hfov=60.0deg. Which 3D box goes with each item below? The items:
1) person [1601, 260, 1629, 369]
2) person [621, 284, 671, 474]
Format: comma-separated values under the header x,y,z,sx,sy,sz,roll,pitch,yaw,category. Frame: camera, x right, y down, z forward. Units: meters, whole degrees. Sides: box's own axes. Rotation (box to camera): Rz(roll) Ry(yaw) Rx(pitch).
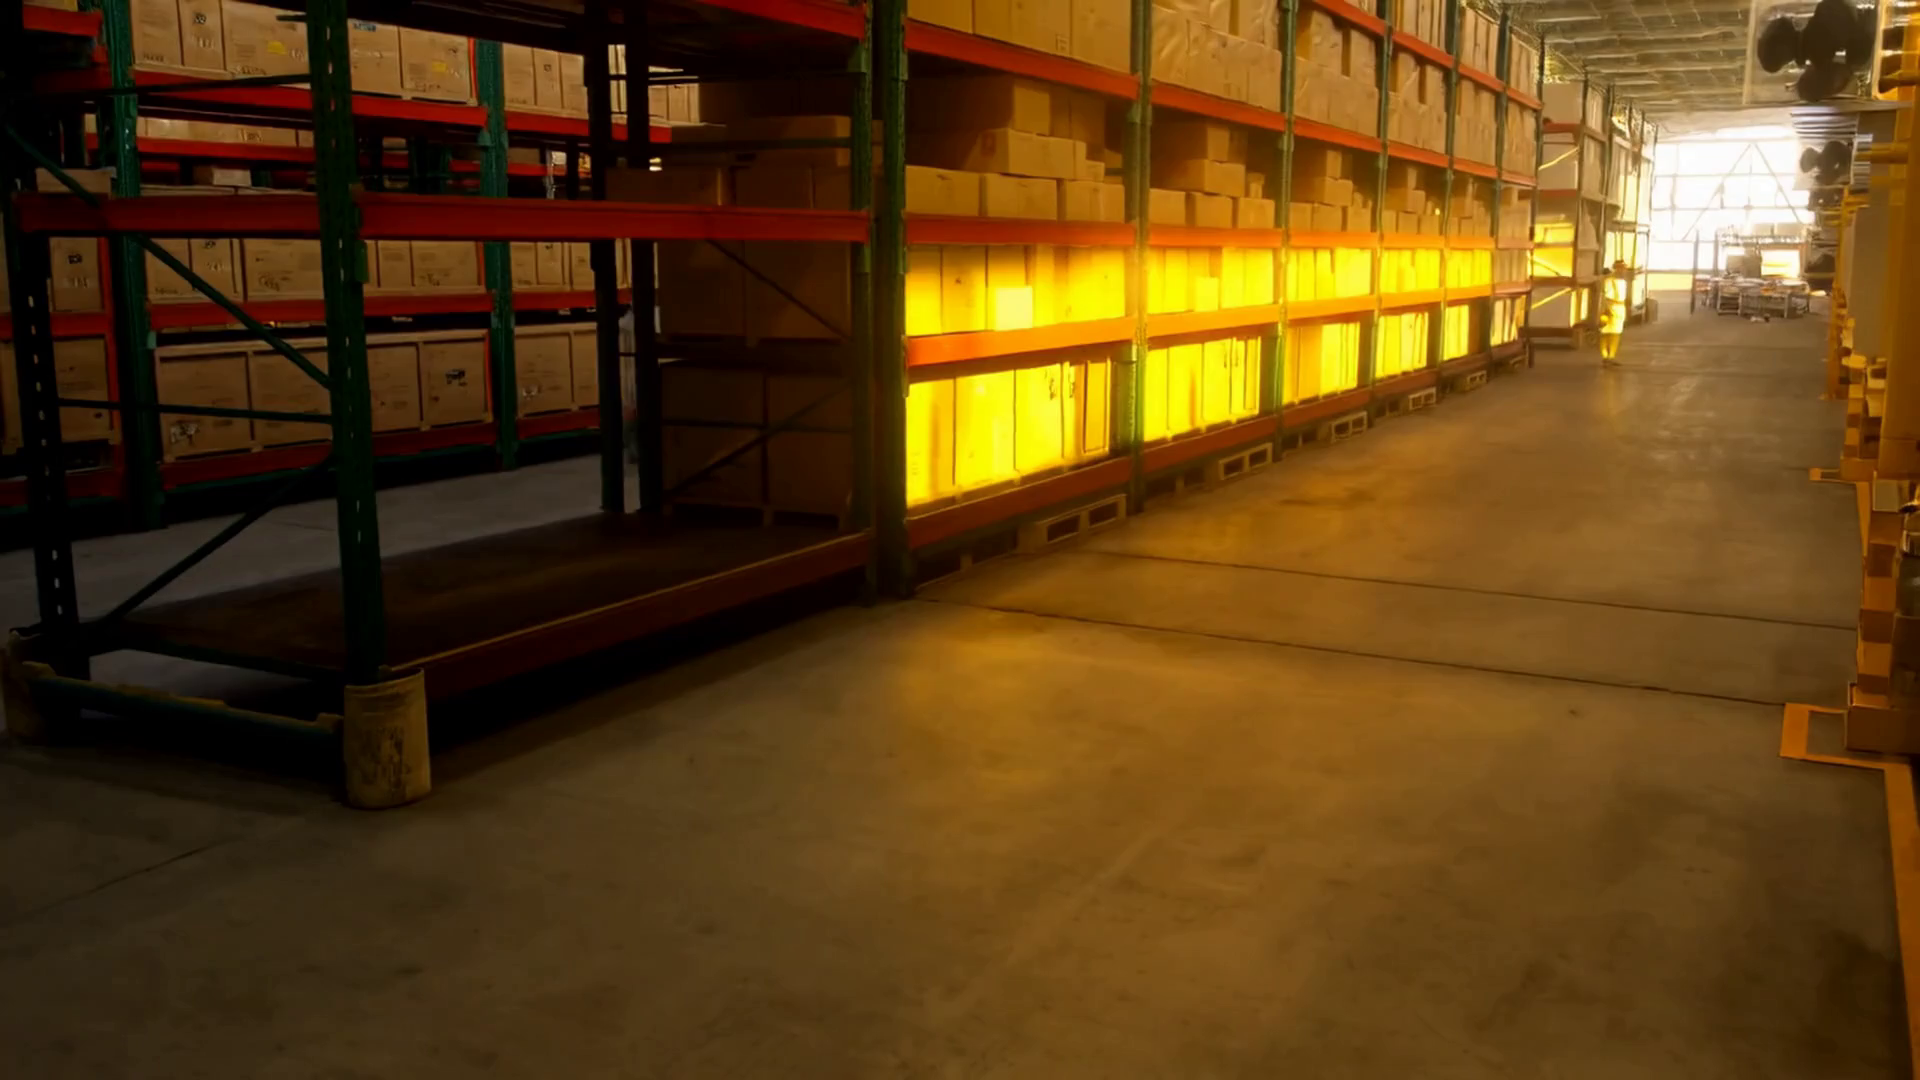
x,y,z,sx,sy,sz,roll,pitch,yaw,category
12.409,-4.264,31.454,0.604,2.044,0.375,-7,12,-37,person
-3.102,-1.590,16.369,0.632,1.916,0.651,4,11,24,person
